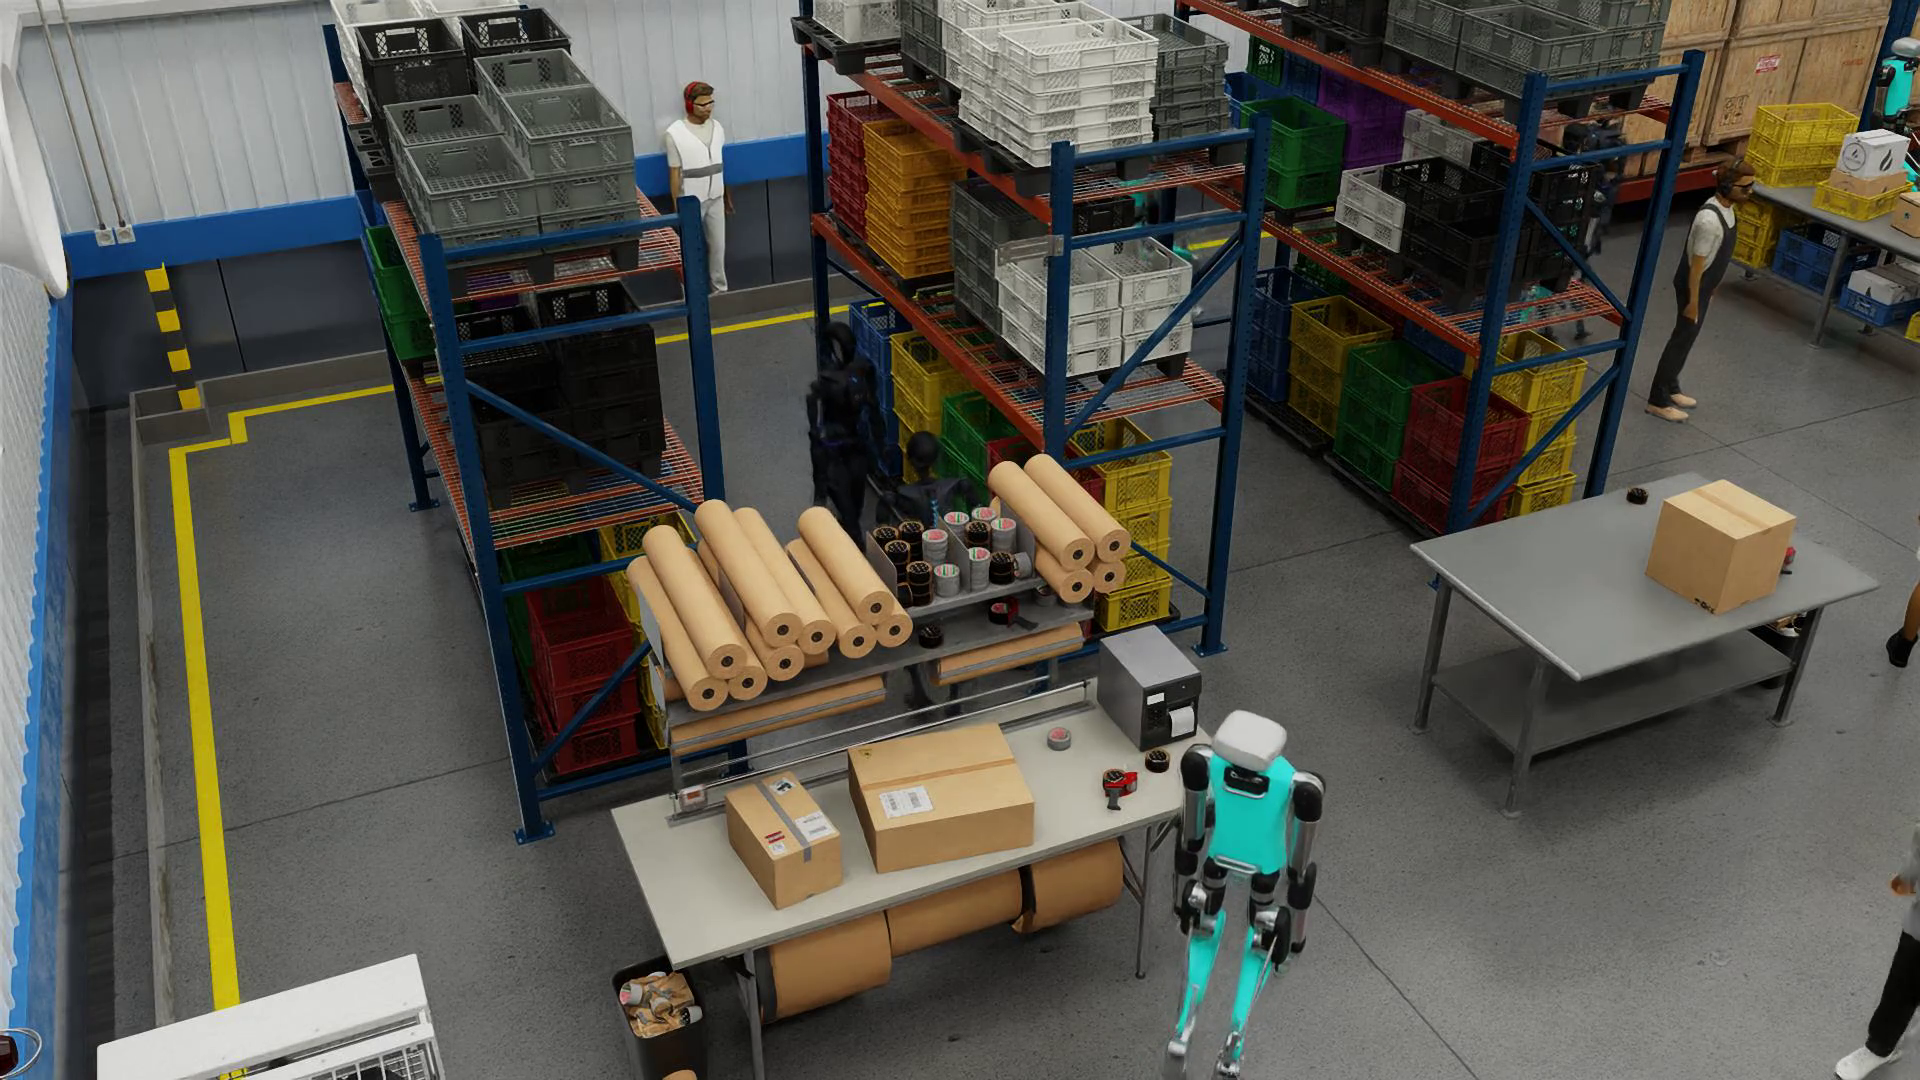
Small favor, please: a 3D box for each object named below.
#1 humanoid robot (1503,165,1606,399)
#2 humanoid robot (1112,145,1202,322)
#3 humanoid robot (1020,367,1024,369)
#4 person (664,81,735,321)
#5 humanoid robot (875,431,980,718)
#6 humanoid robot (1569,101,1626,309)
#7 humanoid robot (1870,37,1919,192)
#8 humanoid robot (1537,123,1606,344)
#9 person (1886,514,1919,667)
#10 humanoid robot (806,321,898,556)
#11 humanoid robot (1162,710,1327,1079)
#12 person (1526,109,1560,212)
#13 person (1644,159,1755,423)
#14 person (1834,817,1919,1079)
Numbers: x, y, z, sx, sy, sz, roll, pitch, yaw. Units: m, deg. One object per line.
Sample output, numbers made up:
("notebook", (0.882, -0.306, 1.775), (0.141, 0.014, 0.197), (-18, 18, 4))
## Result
("humanoid robot", (3.941, -1.784, 11.490), (0.544, 1.787, 0.853), (-8, 33, -13))
("humanoid robot", (1.540, -2.311, 12.401), (1.001, 1.783, 0.544), (-14, 34, -22))
("humanoid robot", (0.226, -1.937, 11.793), (0.671, 1.627, 0.606), (24, 39, 33))
("person", (-1.974, -2.590, 12.684), (0.390, 1.836, 0.562), (26, 40, 35))
("humanoid robot", (-0.133, 0.208, 8.287), (0.593, 1.642, 0.403), (-10, 33, -16))
("humanoid robot", (4.866, -2.634, 12.901), (0.359, 1.653, 0.589), (-16, 35, -25))
("humanoid robot", (7.809, -3.240, 13.707), (0.533, 1.673, 0.735), (-24, 39, -33))
("humanoid robot", (4.498, -2.238, 12.269), (0.613, 1.643, 0.450), (-7, 32, -11))
("person", (5.284, -0.149, 8.623), (0.543, 1.938, 0.357), (18, 36, 27))
("humanoid robot", (-0.655, -0.474, 9.455), (0.739, 1.656, 0.584), (24, 39, 34))
("humanoid robot", (0.931, 1.576, 6.095), (0.554, 1.873, 0.830), (15, 35, 23))
("person", (4.647, -2.995, 13.418), (0.343, 1.761, 0.528), (24, 39, 33))
("person", (4.984, -1.681, 11.210), (0.338, 1.839, 0.507), (19, 36, 27))
("person", (3.883, 1.363, 6.272), (0.662, 1.826, 0.620), (-11, 33, -17))
